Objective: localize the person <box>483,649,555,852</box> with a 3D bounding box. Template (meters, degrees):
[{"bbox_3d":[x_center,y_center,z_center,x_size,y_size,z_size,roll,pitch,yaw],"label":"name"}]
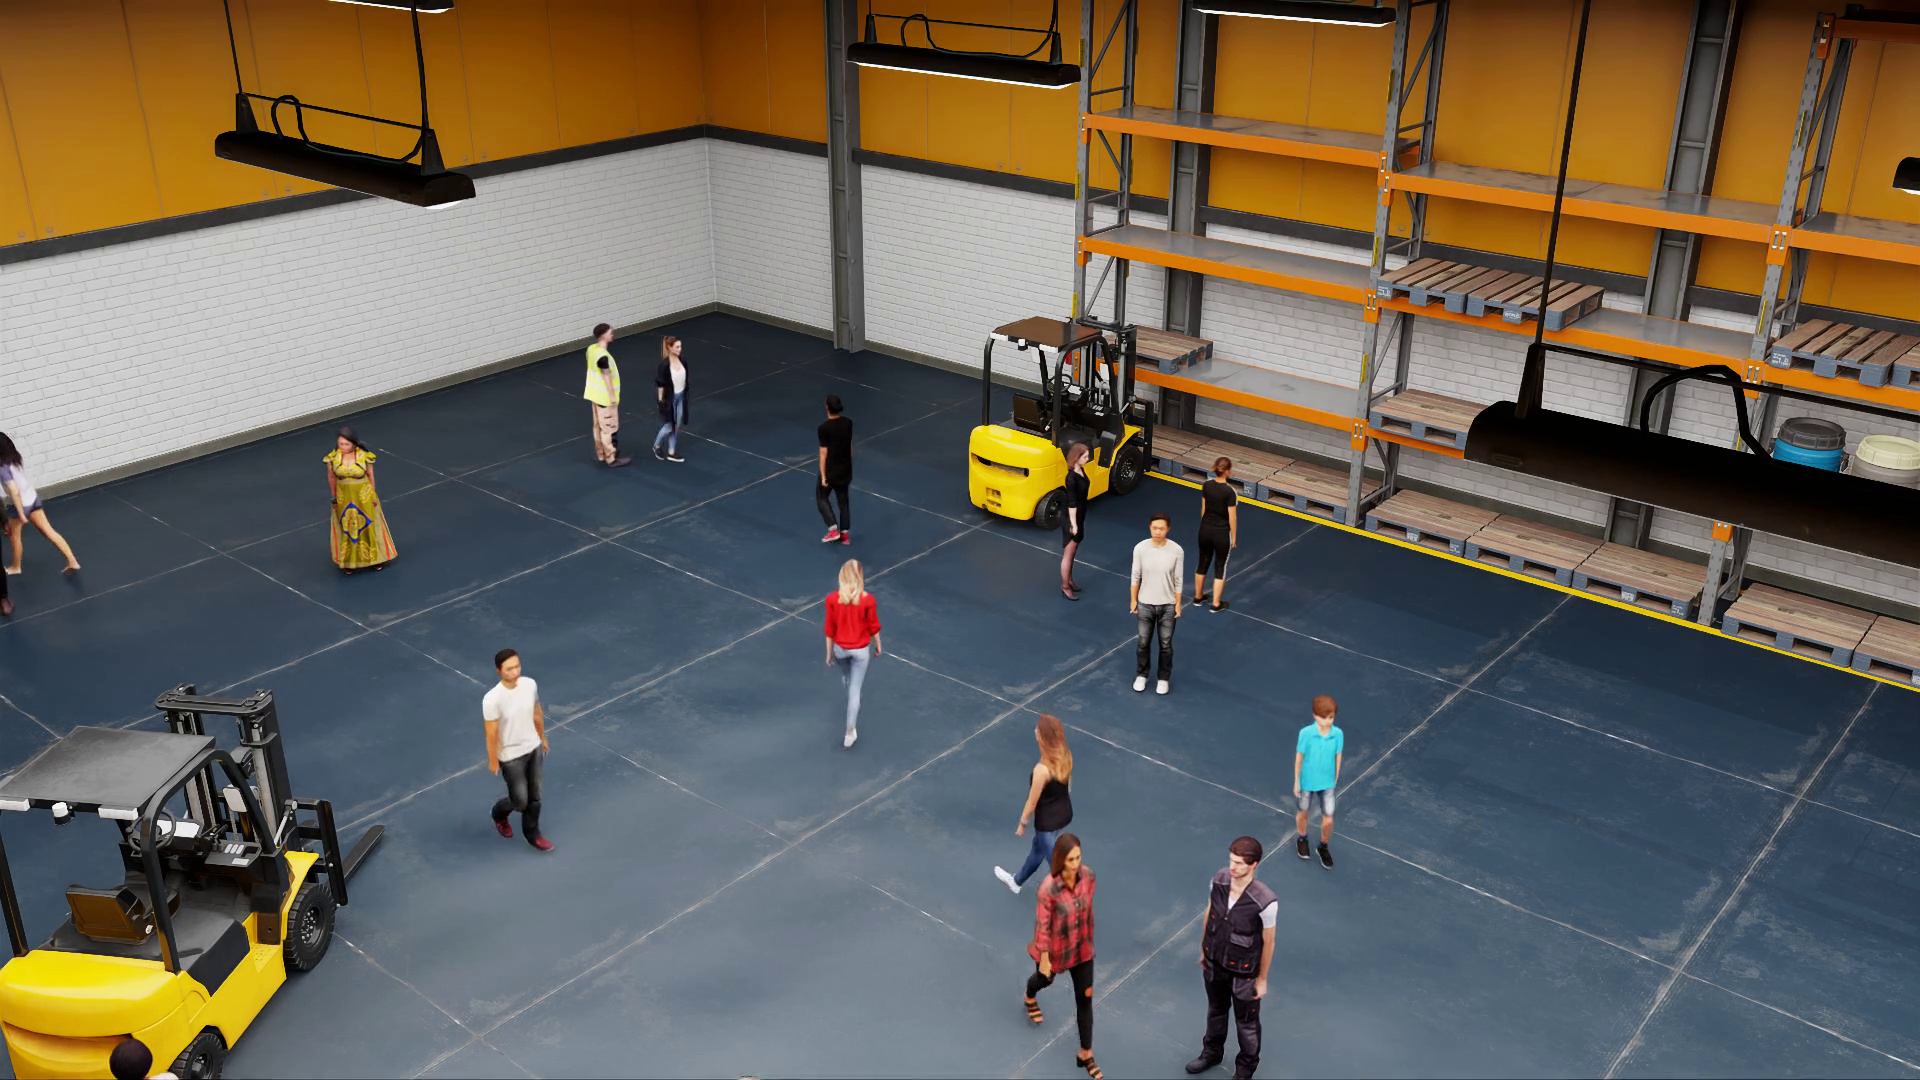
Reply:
[{"bbox_3d":[-3.517,1.629,13.028,0.798,1.788,0.681,15,28,31],"label":"person"}]

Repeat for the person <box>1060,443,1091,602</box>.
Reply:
[{"bbox_3d":[1.177,-0.209,17.337,0.640,1.706,0.654,6,24,13],"label":"person"}]

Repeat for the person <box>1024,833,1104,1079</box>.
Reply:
[{"bbox_3d":[0.631,2.631,10.893,0.898,1.662,1.199,-13,27,-27],"label":"person"}]

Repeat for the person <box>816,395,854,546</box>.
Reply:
[{"bbox_3d":[-1.337,-0.753,18.527,0.671,1.749,0.668,-18,29,-35],"label":"person"}]

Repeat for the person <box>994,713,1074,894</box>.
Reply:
[{"bbox_3d":[0.734,2.083,12.124,1.055,1.681,0.693,14,27,28],"label":"person"}]

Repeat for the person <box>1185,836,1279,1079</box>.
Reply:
[{"bbox_3d":[1.760,2.670,10.573,0.723,1.848,0.531,-22,32,-40],"label":"person"}]

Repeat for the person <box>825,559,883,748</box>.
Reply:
[{"bbox_3d":[-0.957,1.025,14.570,1.123,1.661,1.099,2,24,4],"label":"person"}]

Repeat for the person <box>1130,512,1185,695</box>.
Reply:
[{"bbox_3d":[1.833,0.563,15.441,0.646,1.809,0.766,4,24,8],"label":"person"}]

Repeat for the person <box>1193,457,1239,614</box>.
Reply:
[{"bbox_3d":[2.620,-0.068,17.064,0.458,1.665,0.657,20,31,39],"label":"person"}]

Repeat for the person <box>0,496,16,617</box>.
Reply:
[{"bbox_3d":[-9.967,-0.091,16.905,0.782,1.835,0.757,-10,26,-22],"label":"person"}]

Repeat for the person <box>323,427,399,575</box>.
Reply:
[{"bbox_3d":[-6.532,-0.454,17.957,1.001,1.658,1.011,-8,25,-18],"label":"person"}]

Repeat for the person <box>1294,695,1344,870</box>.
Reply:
[{"bbox_3d":[2.768,1.827,13.016,0.678,1.436,0.733,1,24,3],"label":"person"}]

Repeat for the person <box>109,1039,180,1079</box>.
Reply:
[{"bbox_3d":[-4.345,3.406,9.023,0.605,1.740,0.550,-20,30,-38],"label":"person"}]

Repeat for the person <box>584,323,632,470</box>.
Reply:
[{"bbox_3d":[-4.451,-1.823,20.857,0.864,1.844,0.753,-14,27,-28],"label":"person"}]

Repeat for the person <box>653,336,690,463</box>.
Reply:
[{"bbox_3d":[-3.683,-1.780,20.984,0.710,1.664,0.637,19,30,37],"label":"person"}]

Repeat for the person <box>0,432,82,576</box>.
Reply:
[{"bbox_3d":[-9.875,-0.344,17.680,1.214,1.678,1.136,0,24,-1],"label":"person"}]
